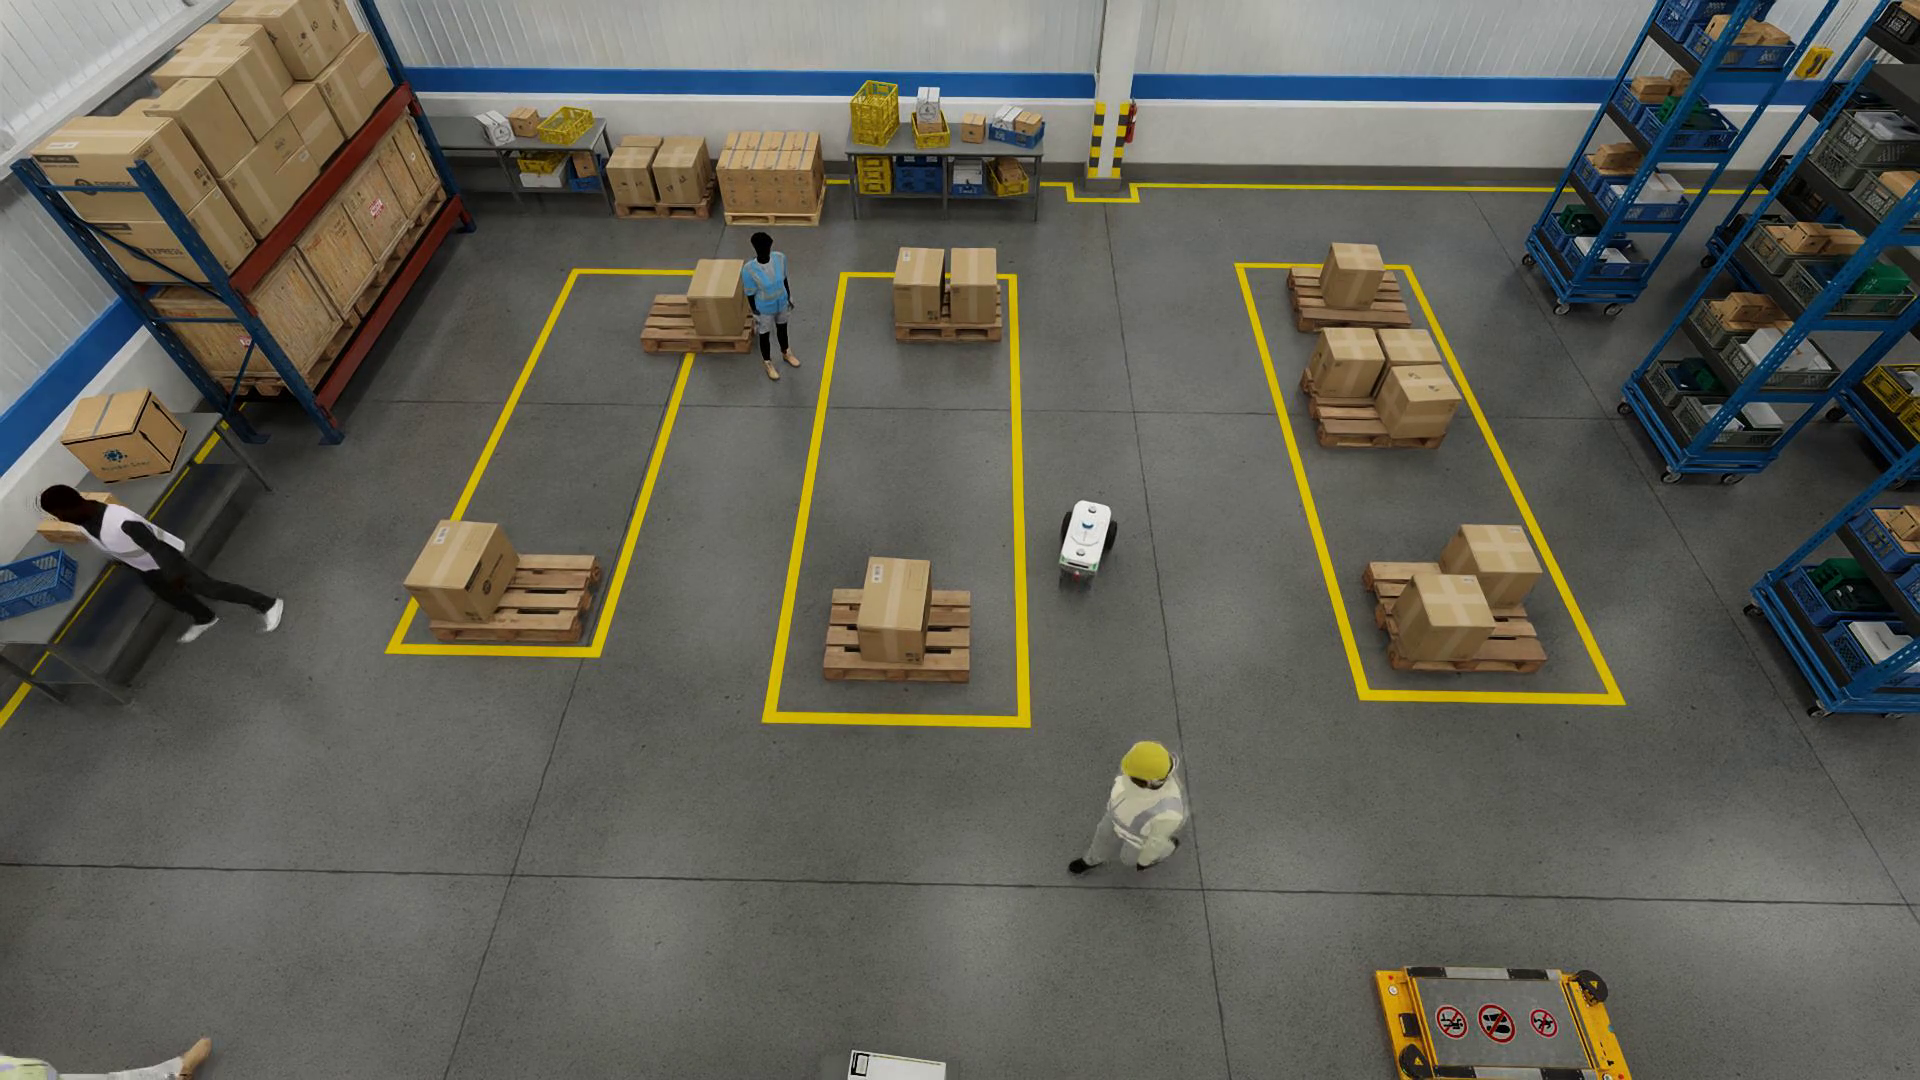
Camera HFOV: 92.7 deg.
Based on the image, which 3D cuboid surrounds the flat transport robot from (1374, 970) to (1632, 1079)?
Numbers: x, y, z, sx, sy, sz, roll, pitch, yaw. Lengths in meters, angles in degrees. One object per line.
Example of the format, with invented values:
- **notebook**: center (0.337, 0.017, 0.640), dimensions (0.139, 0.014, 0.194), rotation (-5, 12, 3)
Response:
- **flat transport robot**: center (3.501, 3.133, 5.914), dimensions (1.431, 0.197, 0.652), rotation (1, 51, 1)

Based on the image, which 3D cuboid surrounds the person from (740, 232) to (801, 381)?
- **person**: center (-1.968, -2.451, 9.551), dimensions (0.531, 1.697, 0.322), rotation (-36, 59, -25)

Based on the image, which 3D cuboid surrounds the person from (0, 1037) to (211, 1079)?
- **person**: center (-4.999, 3.079, 4.987), dimensions (0.636, 1.782, 0.974), rotation (25, 55, 19)

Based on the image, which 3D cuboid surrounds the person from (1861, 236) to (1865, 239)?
- **person**: center (10.746, -3.939, 10.826), dimensions (0.329, 1.601, 0.644), rotation (6, 51, 5)

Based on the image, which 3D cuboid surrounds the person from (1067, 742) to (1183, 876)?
- **person**: center (1.177, 1.813, 6.017), dimensions (0.769, 1.793, 0.637), rotation (-11, 52, -9)

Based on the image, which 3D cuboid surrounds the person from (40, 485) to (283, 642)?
- **person**: center (-6.348, 0.156, 7.310), dimensions (0.817, 1.888, 0.548), rotation (10, 52, 8)

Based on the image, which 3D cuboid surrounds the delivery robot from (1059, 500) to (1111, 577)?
- **delivery robot**: center (1.130, -0.017, 8.242), dimensions (0.477, 0.478, 0.707), rotation (13, 52, 10)
